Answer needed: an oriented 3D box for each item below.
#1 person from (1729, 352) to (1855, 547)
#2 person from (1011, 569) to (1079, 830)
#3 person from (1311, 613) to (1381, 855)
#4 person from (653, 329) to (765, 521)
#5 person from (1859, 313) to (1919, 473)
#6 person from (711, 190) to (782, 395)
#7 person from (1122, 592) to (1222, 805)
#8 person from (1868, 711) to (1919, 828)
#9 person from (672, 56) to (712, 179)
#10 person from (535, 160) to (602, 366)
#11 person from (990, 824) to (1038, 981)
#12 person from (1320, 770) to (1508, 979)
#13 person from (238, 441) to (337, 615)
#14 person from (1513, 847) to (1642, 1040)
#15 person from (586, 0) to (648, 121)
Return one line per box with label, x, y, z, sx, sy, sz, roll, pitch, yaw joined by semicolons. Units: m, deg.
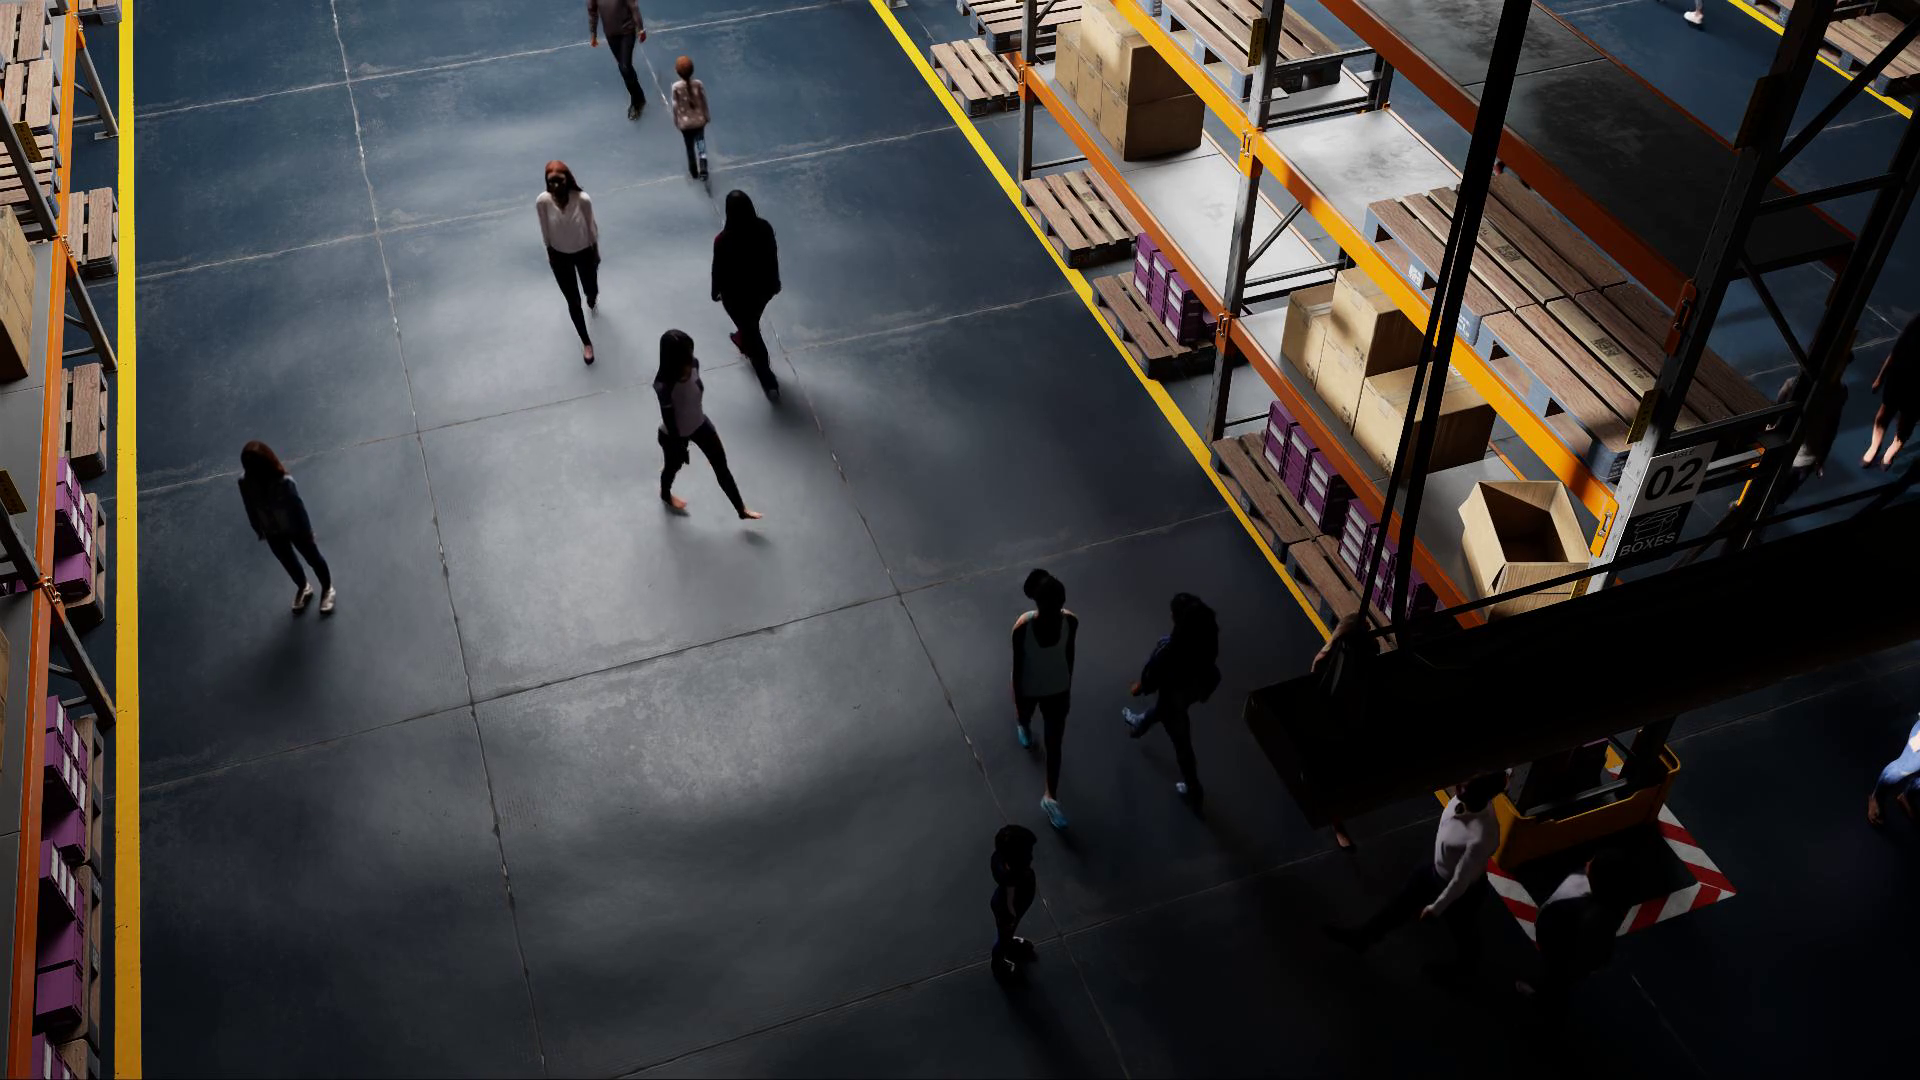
person;5.719;-0.629;11.525;0.857;1.873;1.119;-3;44;-3
person;0.455;0.834;10.100;0.741;1.719;1.211;-5;44;-5
person;2.201;0.963;10.012;0.611;1.654;1.112;-17;46;-17
person;-2.029;-0.813;11.872;1.172;1.660;1.053;22;48;21
person;7.046;-1.200;12.274;0.628;1.665;0.724;34;53;30
person;-1.592;-1.874;12.952;0.907;1.708;1.162;-29;51;-27
person;1.368;0.996;10.034;0.841;1.577;1.118;-28;50;-26
person;5.866;1.122;9.875;0.653;1.612;0.612;-1;44;-1
person;-2.490;-3.889;15.446;0.493;1.184;0.577;-13;45;-13
person;-3.100;-2.297;13.371;0.726;1.741;1.047;-6;44;-6
person;0.283;1.993;9.244;0.642;1.222;0.561;12;45;12
person;2.764;1.832;8.967;0.991;1.837;1.164;2;44;2
person;-4.554;-0.104;11.263;0.605;1.473;0.580;0;44;0
person;3.322;2.147;8.815;0.859;1.591;0.823;21;48;21
person;-3.273;-5.006;16.211;0.817;1.746;0.859;4;44;4
